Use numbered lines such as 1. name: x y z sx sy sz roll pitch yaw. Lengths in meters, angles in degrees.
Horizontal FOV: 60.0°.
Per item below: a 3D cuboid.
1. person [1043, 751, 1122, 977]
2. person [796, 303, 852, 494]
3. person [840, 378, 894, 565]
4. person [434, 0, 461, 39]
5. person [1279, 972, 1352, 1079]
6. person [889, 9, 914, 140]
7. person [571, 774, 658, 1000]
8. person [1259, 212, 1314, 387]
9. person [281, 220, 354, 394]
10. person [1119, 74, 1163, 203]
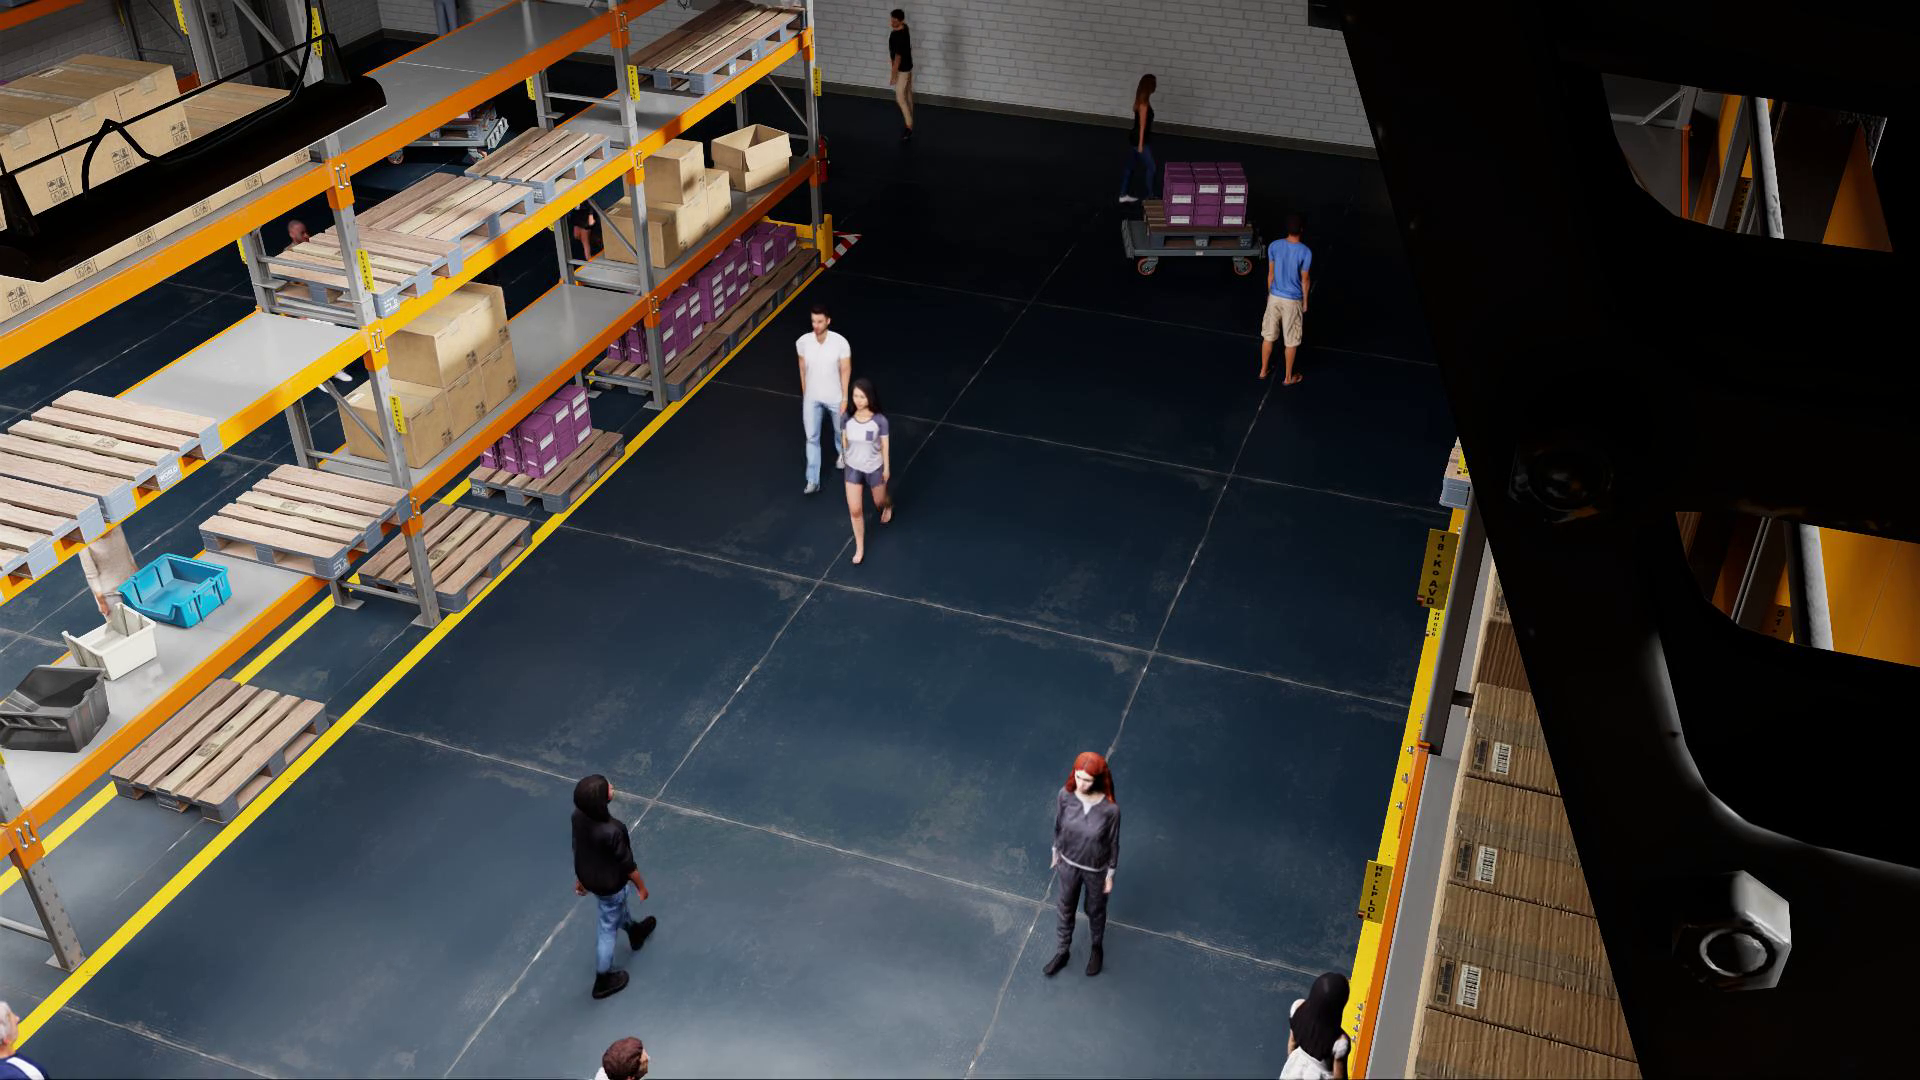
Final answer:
1. person: 0.796 2.027 10.467 0.611 1.777 0.604 15 36 21
2. person: -1.225 -1.386 15.574 0.817 1.808 1.233 6 34 9
3. person: -0.797 -0.674 14.615 0.654 1.684 1.032 8 34 12
4. person: -8.154 -8.504 26.306 0.598 1.783 0.513 7 34 11
5. person: 1.902 2.999 9.013 0.815 1.769 0.782 -22 39 -29
6. person: -0.778 -6.637 23.468 0.913 1.816 0.605 12 36 18
7. person: -2.263 2.185 10.318 0.733 1.681 0.976 21 39 29
8. person: 3.378 -2.502 17.203 0.696 1.864 0.642 21 39 28
9. person: -6.668 -2.436 17.138 0.789 1.825 0.527 14 36 20
10. person: 2.228 -5.082 21.239 0.833 1.693 0.880 -1 34 -2
